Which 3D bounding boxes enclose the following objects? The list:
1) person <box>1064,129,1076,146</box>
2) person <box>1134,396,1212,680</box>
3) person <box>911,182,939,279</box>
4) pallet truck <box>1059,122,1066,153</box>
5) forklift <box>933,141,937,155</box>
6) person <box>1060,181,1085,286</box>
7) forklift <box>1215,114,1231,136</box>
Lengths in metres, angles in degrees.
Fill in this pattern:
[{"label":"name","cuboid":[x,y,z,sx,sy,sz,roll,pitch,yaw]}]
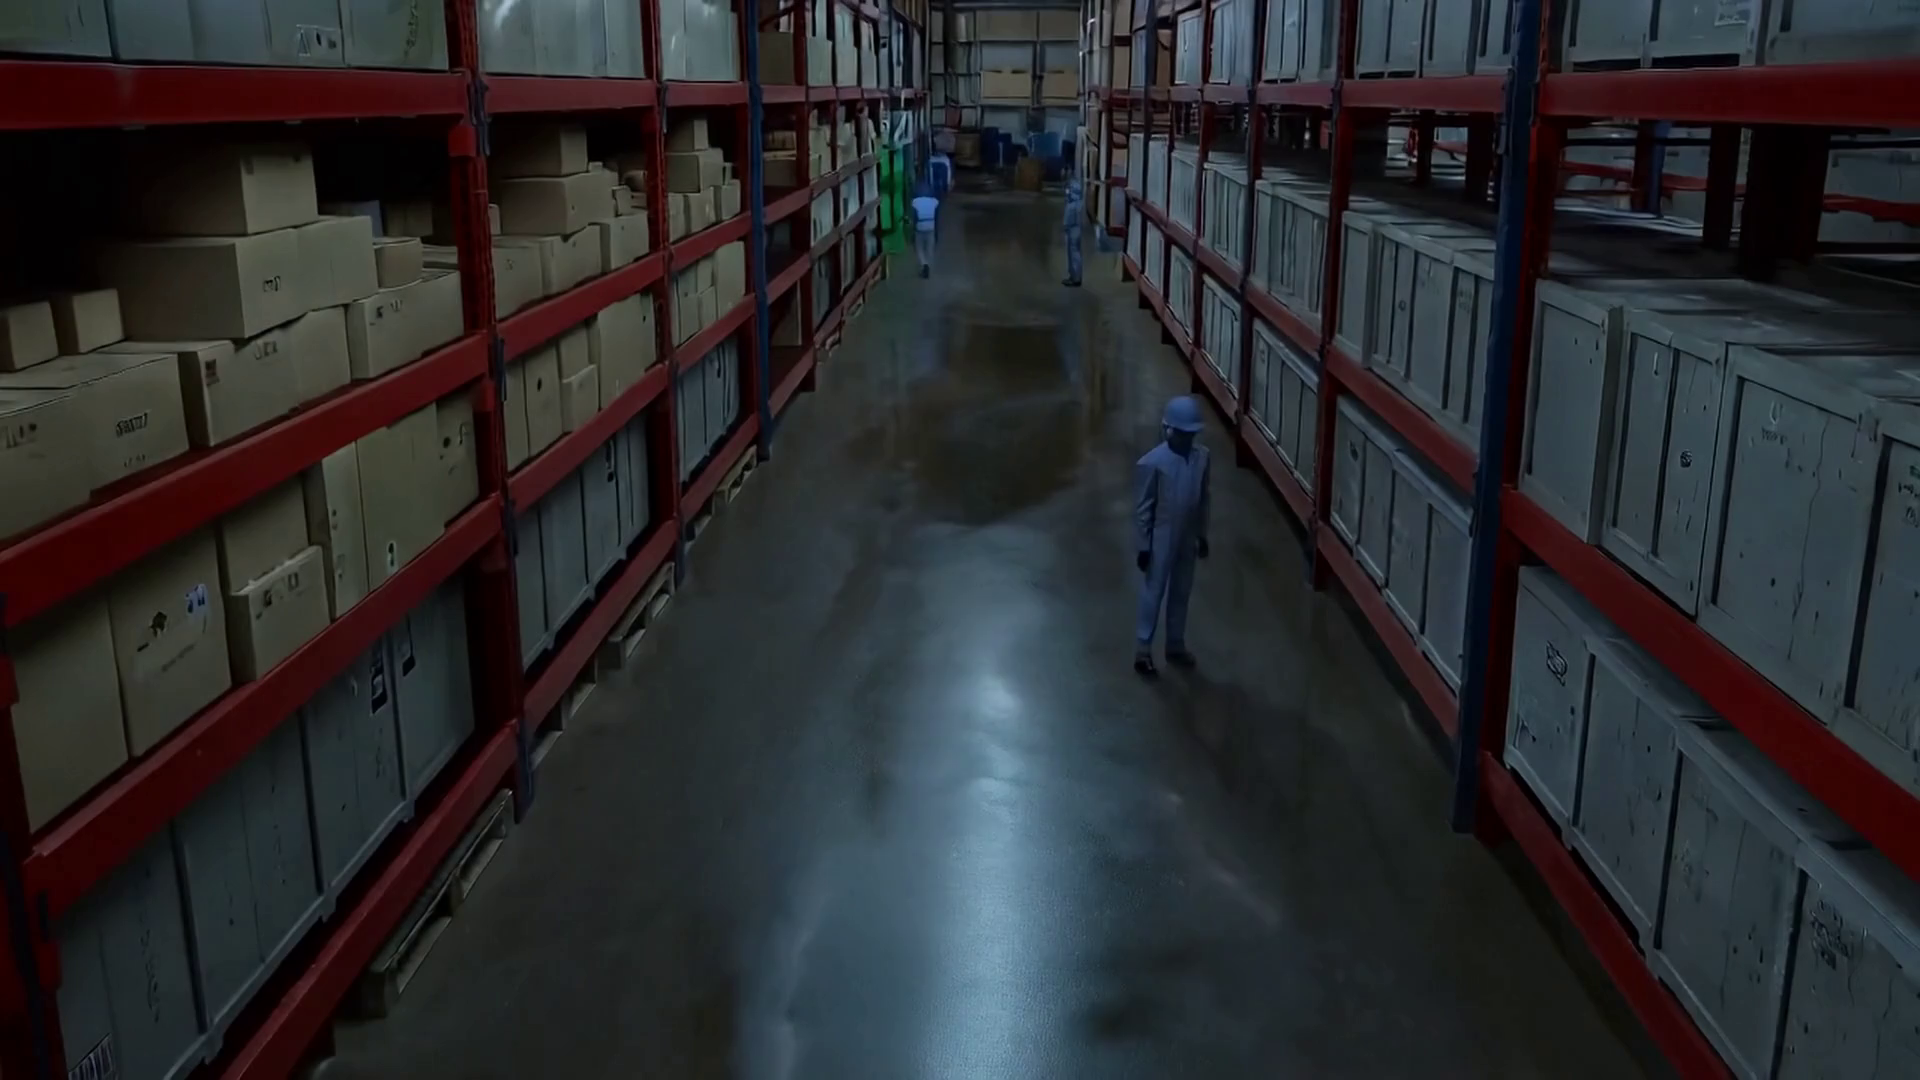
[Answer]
[{"label":"person","cuboid":[4.980,-17.552,74.958,0.543,1.891,0.748,-3,15,-10]},{"label":"person","cuboid":[1.294,-0.017,10.028,0.580,1.739,0.387,-11,19,-37]},{"label":"person","cuboid":[-0.670,-5.899,31.711,0.578,1.830,0.453,-4,16,-16]},{"label":"pallet truck","cuboid":[5.788,-21.111,88.014,1.885,1.965,0.823,5,16,18]},{"label":"forklift","cuboid":[-2.139,-20.337,83.460,1.873,2.768,1.129,2,15,8]},{"label":"person","cuboid":[2.063,-5.627,30.574,0.408,1.908,0.645,-3,15,-12]},{"label":"forklift","cuboid":[8.765,-13.181,56.834,1.873,2.768,1.129,-12,19,-37]}]
